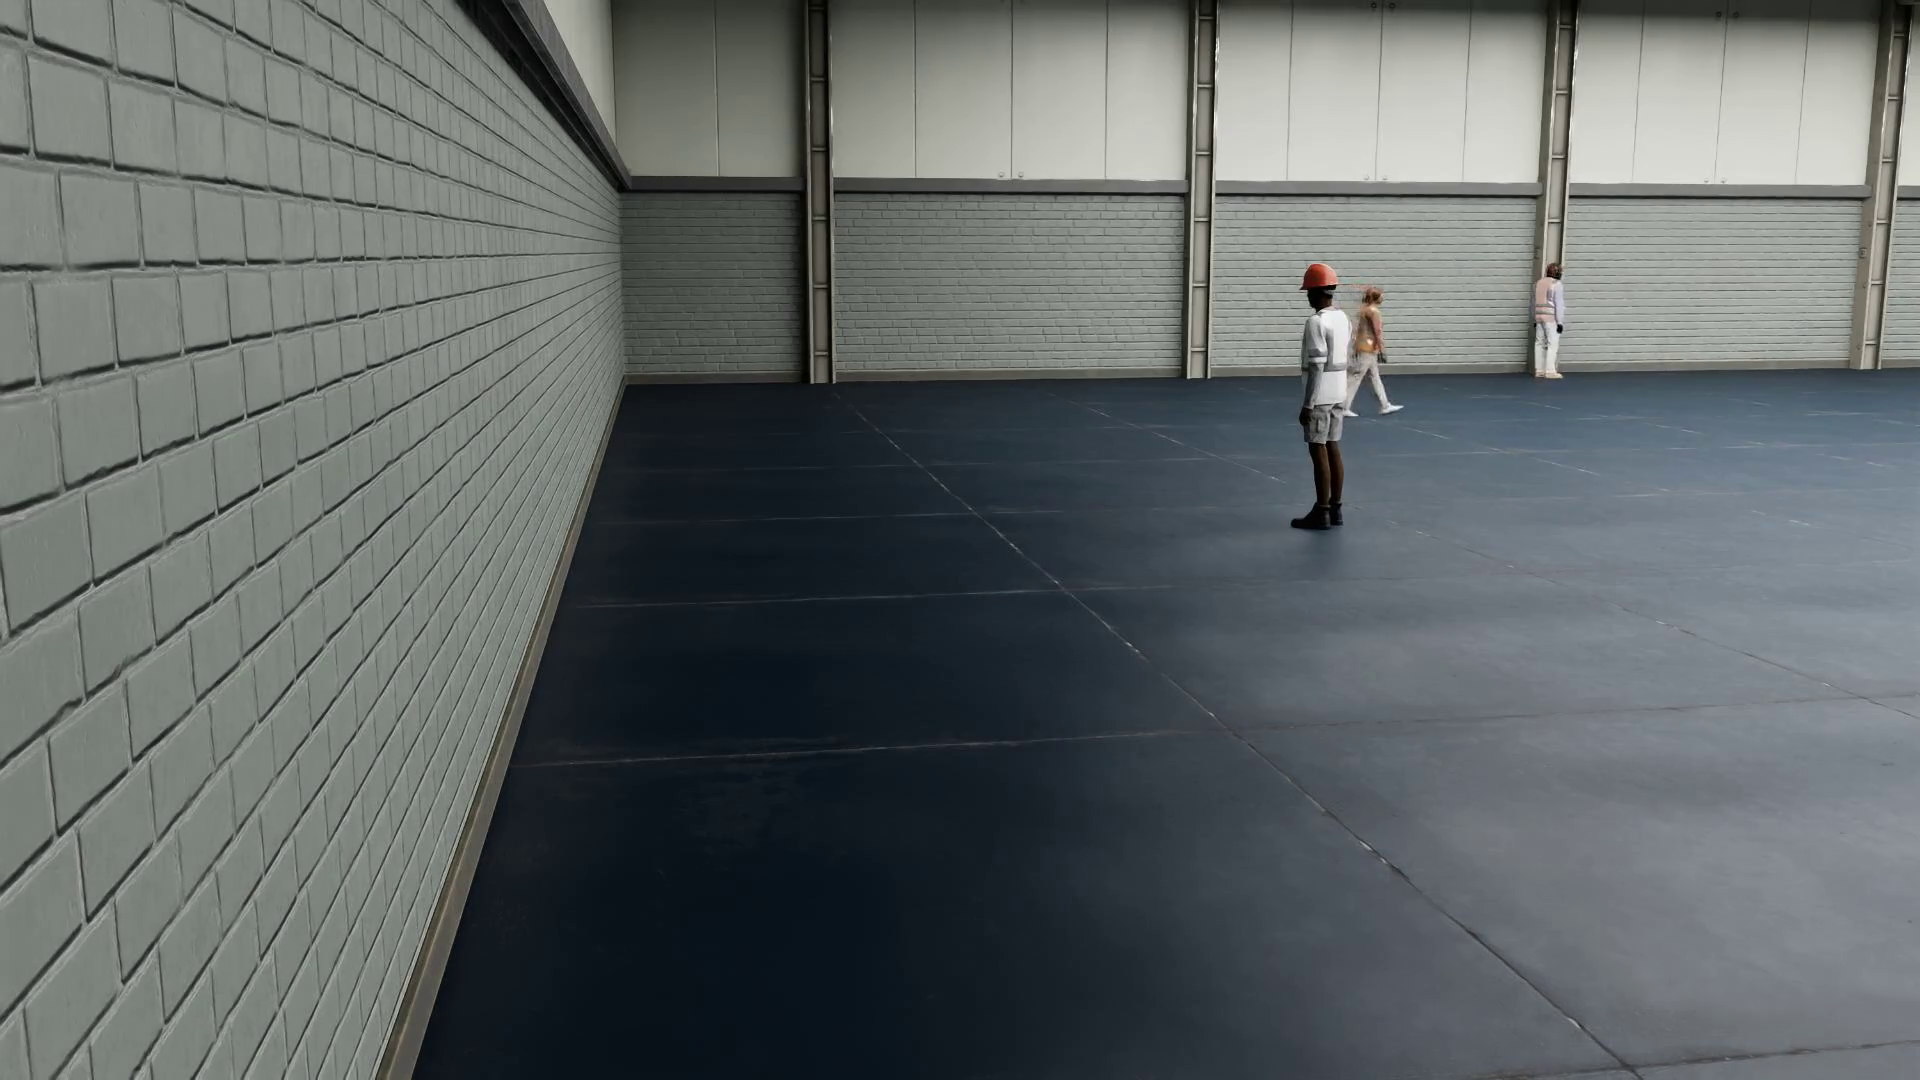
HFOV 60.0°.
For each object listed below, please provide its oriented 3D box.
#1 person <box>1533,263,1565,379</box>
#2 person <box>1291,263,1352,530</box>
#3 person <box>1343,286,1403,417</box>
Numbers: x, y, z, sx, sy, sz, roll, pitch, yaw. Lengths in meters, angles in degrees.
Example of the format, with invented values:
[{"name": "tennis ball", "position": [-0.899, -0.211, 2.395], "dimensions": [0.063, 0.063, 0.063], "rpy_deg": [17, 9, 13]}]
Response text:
[{"name": "person", "position": [9.409, -3.493, 26.578], "dimensions": [0.431, 1.832, 0.661], "rpy_deg": [-4, 11, -21]}, {"name": "person", "position": [2.623, -1.043, 12.149], "dimensions": [0.374, 1.933, 0.550], "rpy_deg": [7, 12, 36]}, {"name": "person", "position": [5.007, -2.289, 20.266], "dimensions": [0.845, 1.596, 0.541], "rpy_deg": [0, 10, 1]}]
